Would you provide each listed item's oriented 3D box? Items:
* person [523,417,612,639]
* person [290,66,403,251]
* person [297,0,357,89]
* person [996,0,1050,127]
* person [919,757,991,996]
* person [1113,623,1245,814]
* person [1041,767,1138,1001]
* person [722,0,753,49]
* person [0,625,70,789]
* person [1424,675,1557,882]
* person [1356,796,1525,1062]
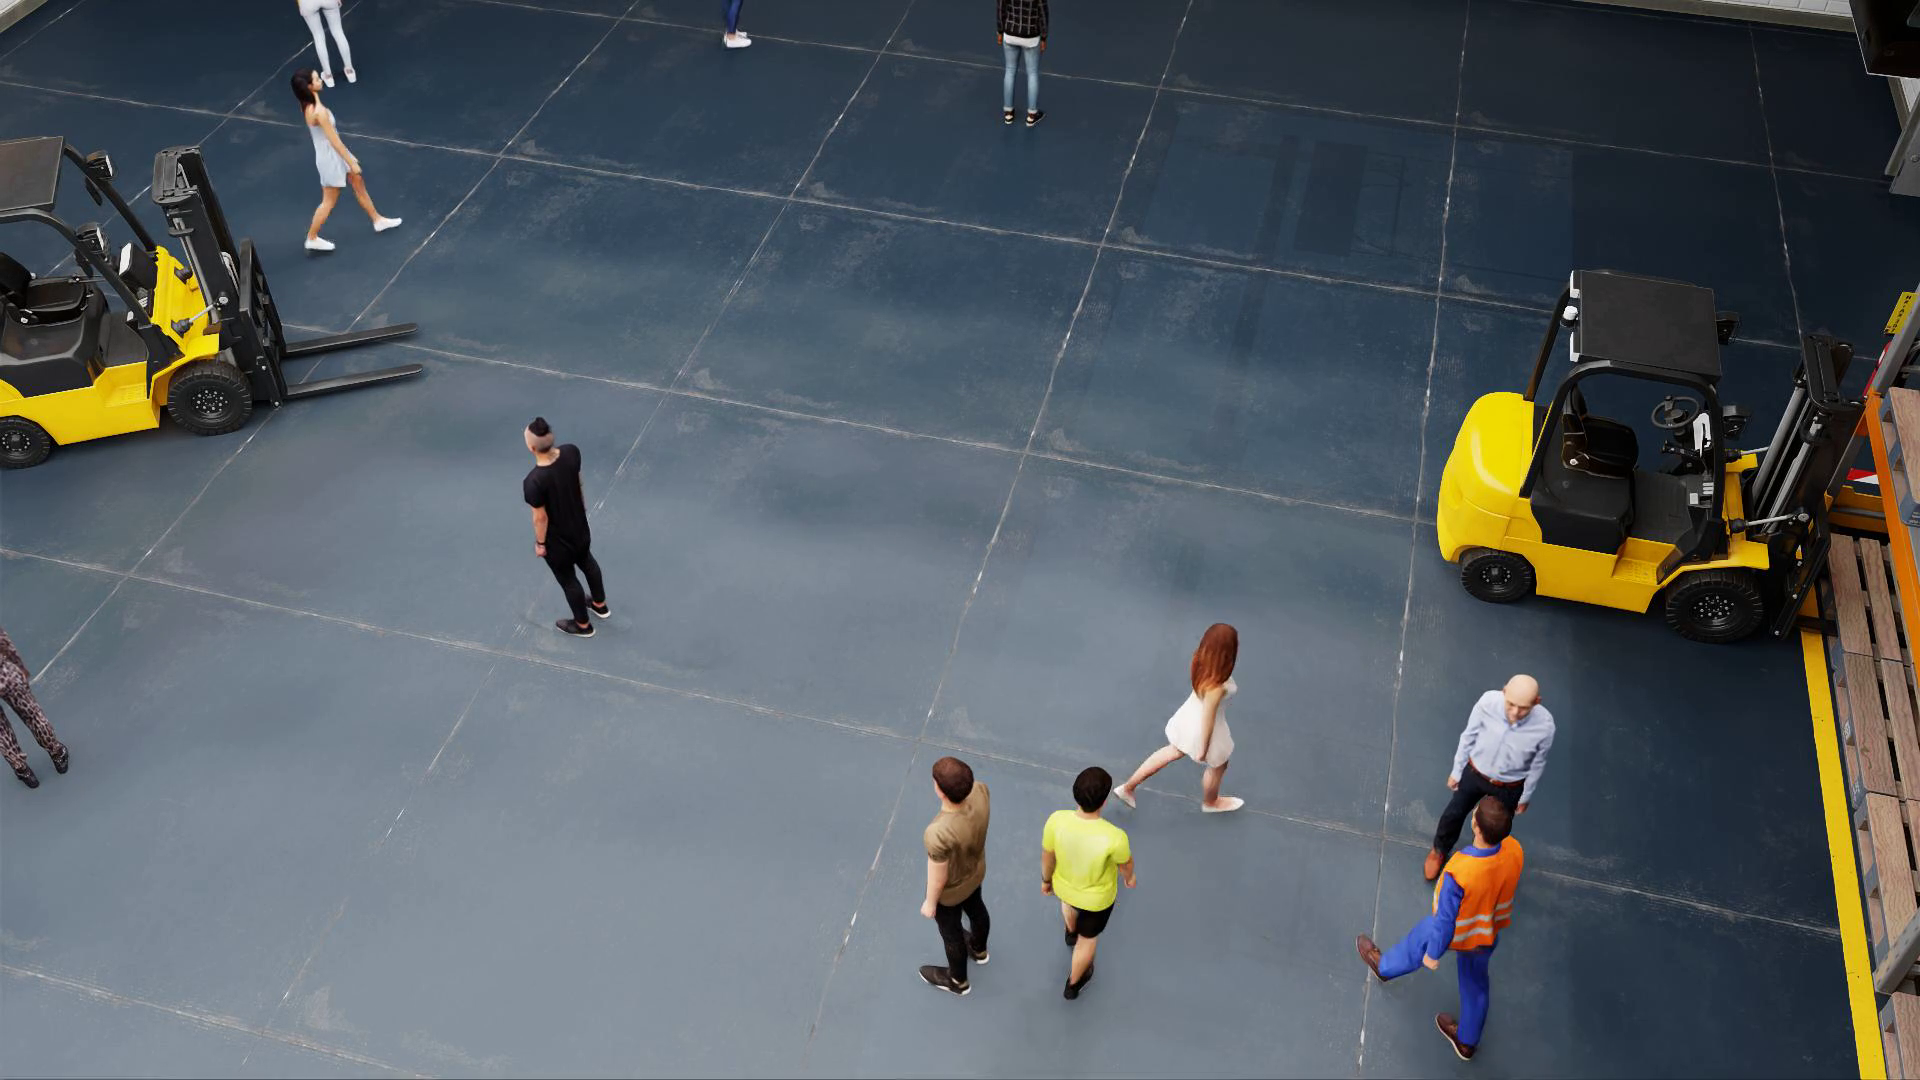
[{"bbox_3d":[-2.638,-0.103,11.042,0.784,1.868,0.574,17,46,17],"label":"person"},{"bbox_3d":[-5.556,-3.282,14.507,1.126,1.691,1.058,-23,48,-22],"label":"person"},{"bbox_3d":[-6.442,-5.413,16.701,0.666,1.749,0.718,-19,47,-19],"label":"person"},{"bbox_3d":[0.595,-4.893,16.104,0.651,1.820,0.542,11,45,11],"label":"person"},{"bbox_3d":[-0.017,1.822,9.033,0.789,1.851,0.612,24,48,23],"label":"person"},{"bbox_3d":[1.350,1.104,9.902,0.916,1.691,1.077,-6,44,-6],"label":"person"},{"bbox_3d":[0.649,1.928,9.044,0.739,1.682,0.885,21,47,20],"label":"person"},{"bbox_3d":[-2.440,-6.005,17.306,0.734,1.773,0.628,-14,45,-14],"label":"person"},{"bbox_3d":[-5.914,0.869,10.133,0.665,1.714,0.741,-28,50,-26],"label":"person"},{"bbox_3d":[3.061,1.374,9.550,0.679,1.787,0.621,20,47,20],"label":"person"},{"bbox_3d":[2.708,2.111,8.751,1.157,1.823,1.231,-21,47,-21],"label":"person"}]
